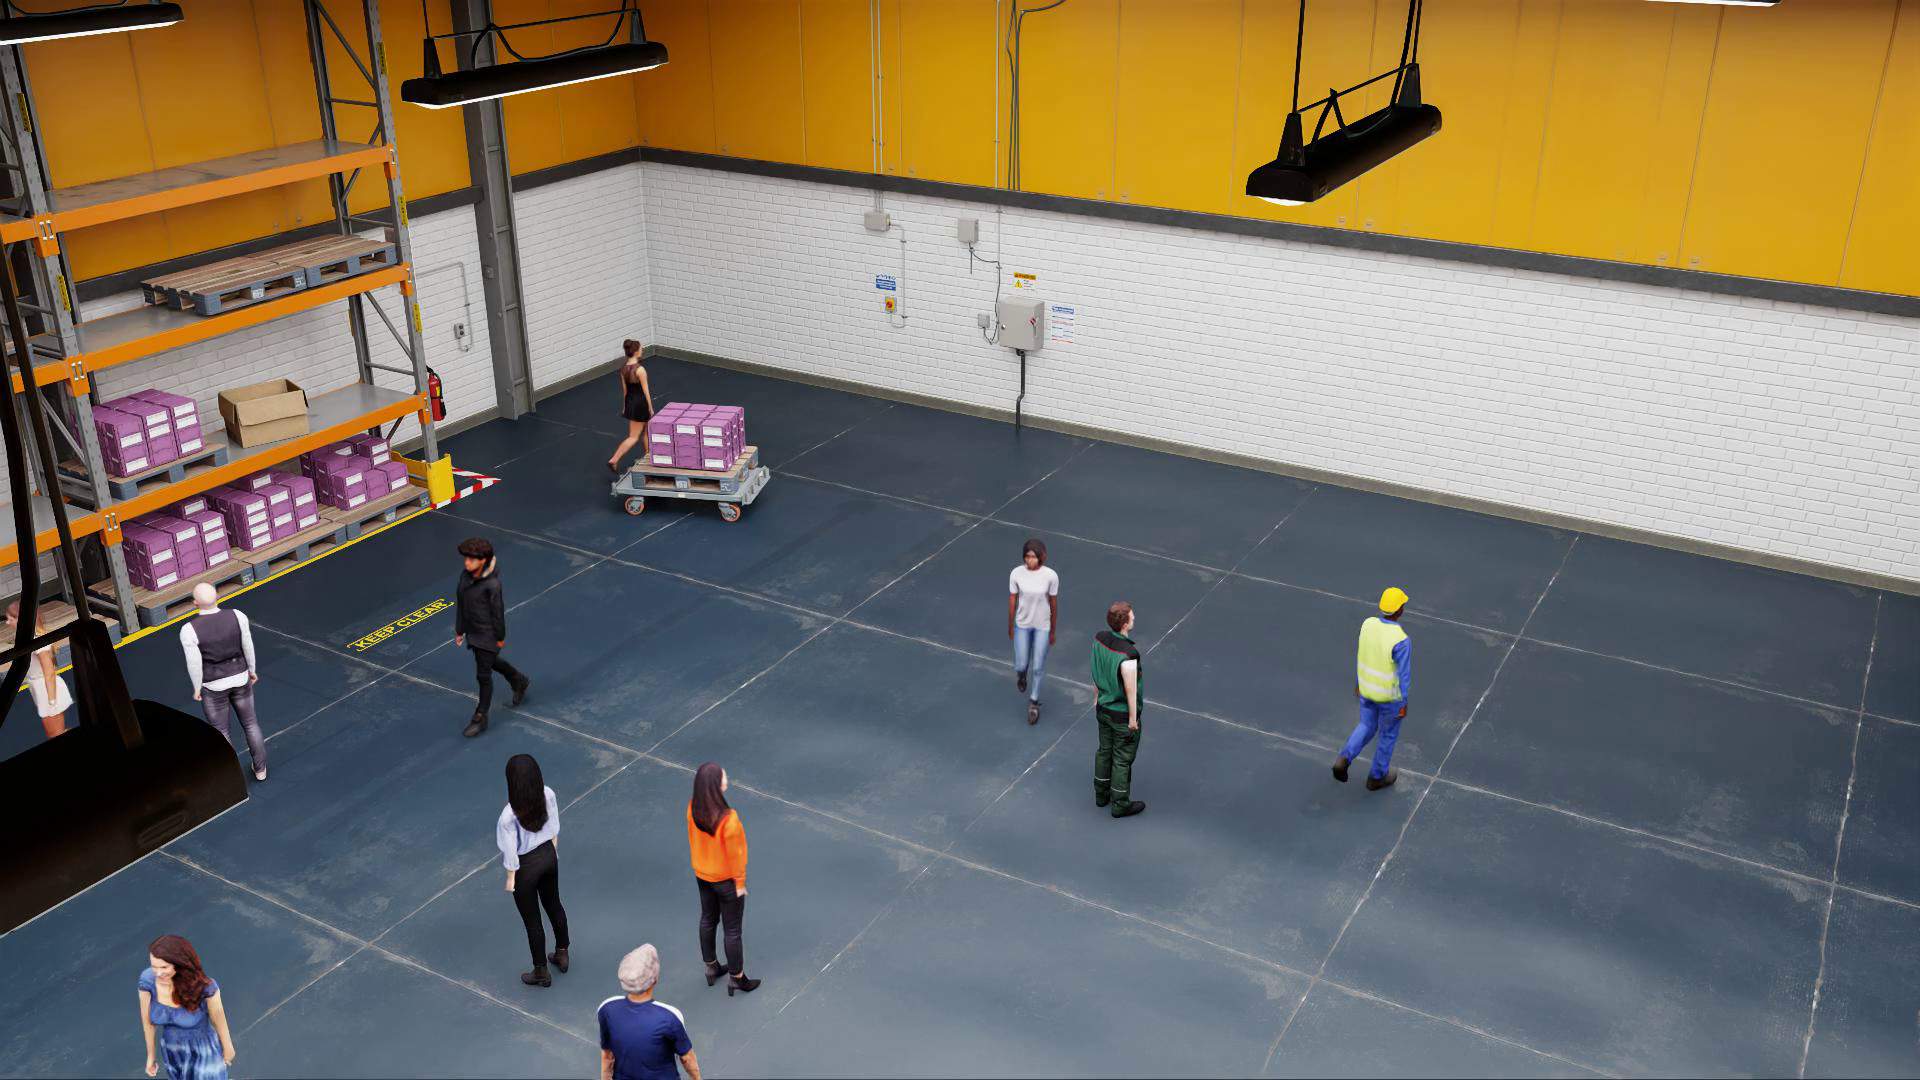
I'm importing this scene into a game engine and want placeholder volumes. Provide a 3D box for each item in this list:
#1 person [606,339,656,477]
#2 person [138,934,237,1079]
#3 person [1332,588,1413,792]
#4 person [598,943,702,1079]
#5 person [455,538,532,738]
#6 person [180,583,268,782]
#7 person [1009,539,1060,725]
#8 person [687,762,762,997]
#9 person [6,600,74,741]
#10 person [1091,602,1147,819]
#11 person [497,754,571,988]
[{"bbox_3d":[-3.926,-1.541,19.848,1.156,1.638,0.775,-21,31,-39],"label":"person"},{"bbox_3d":[-4.302,2.932,9.446,0.876,1.774,1.191,5,24,11],"label":"person"},{"bbox_3d":[3.308,1.238,13.288,1.021,1.800,0.885,-16,28,-32],"label":"person"},{"bbox_3d":[-1.731,3.085,9.085,0.890,1.782,1.240,5,24,12],"label":"person"},{"bbox_3d":[-4.090,0.767,14.420,0.677,1.756,1.106,16,28,32],"label":"person"},{"bbox_3d":[-5.931,1.169,13.417,0.806,1.823,0.628,22,32,40],"label":"person"},{"bbox_3d":[0.651,0.744,14.534,0.761,1.707,0.889,3,24,8],"label":"person"},{"bbox_3d":[-1.606,2.241,11.058,0.662,1.749,0.619,20,30,38],"label":"person"},{"bbox_3d":[-7.349,1.236,13.429,0.649,1.691,0.647,-17,29,-34],"label":"person"},{"bbox_3d":[1.246,1.310,13.070,0.737,1.843,0.735,-16,28,-32],"label":"person"},{"bbox_3d":[-2.854,2.203,11.150,0.707,1.744,0.481,14,27,29],"label":"person"}]
